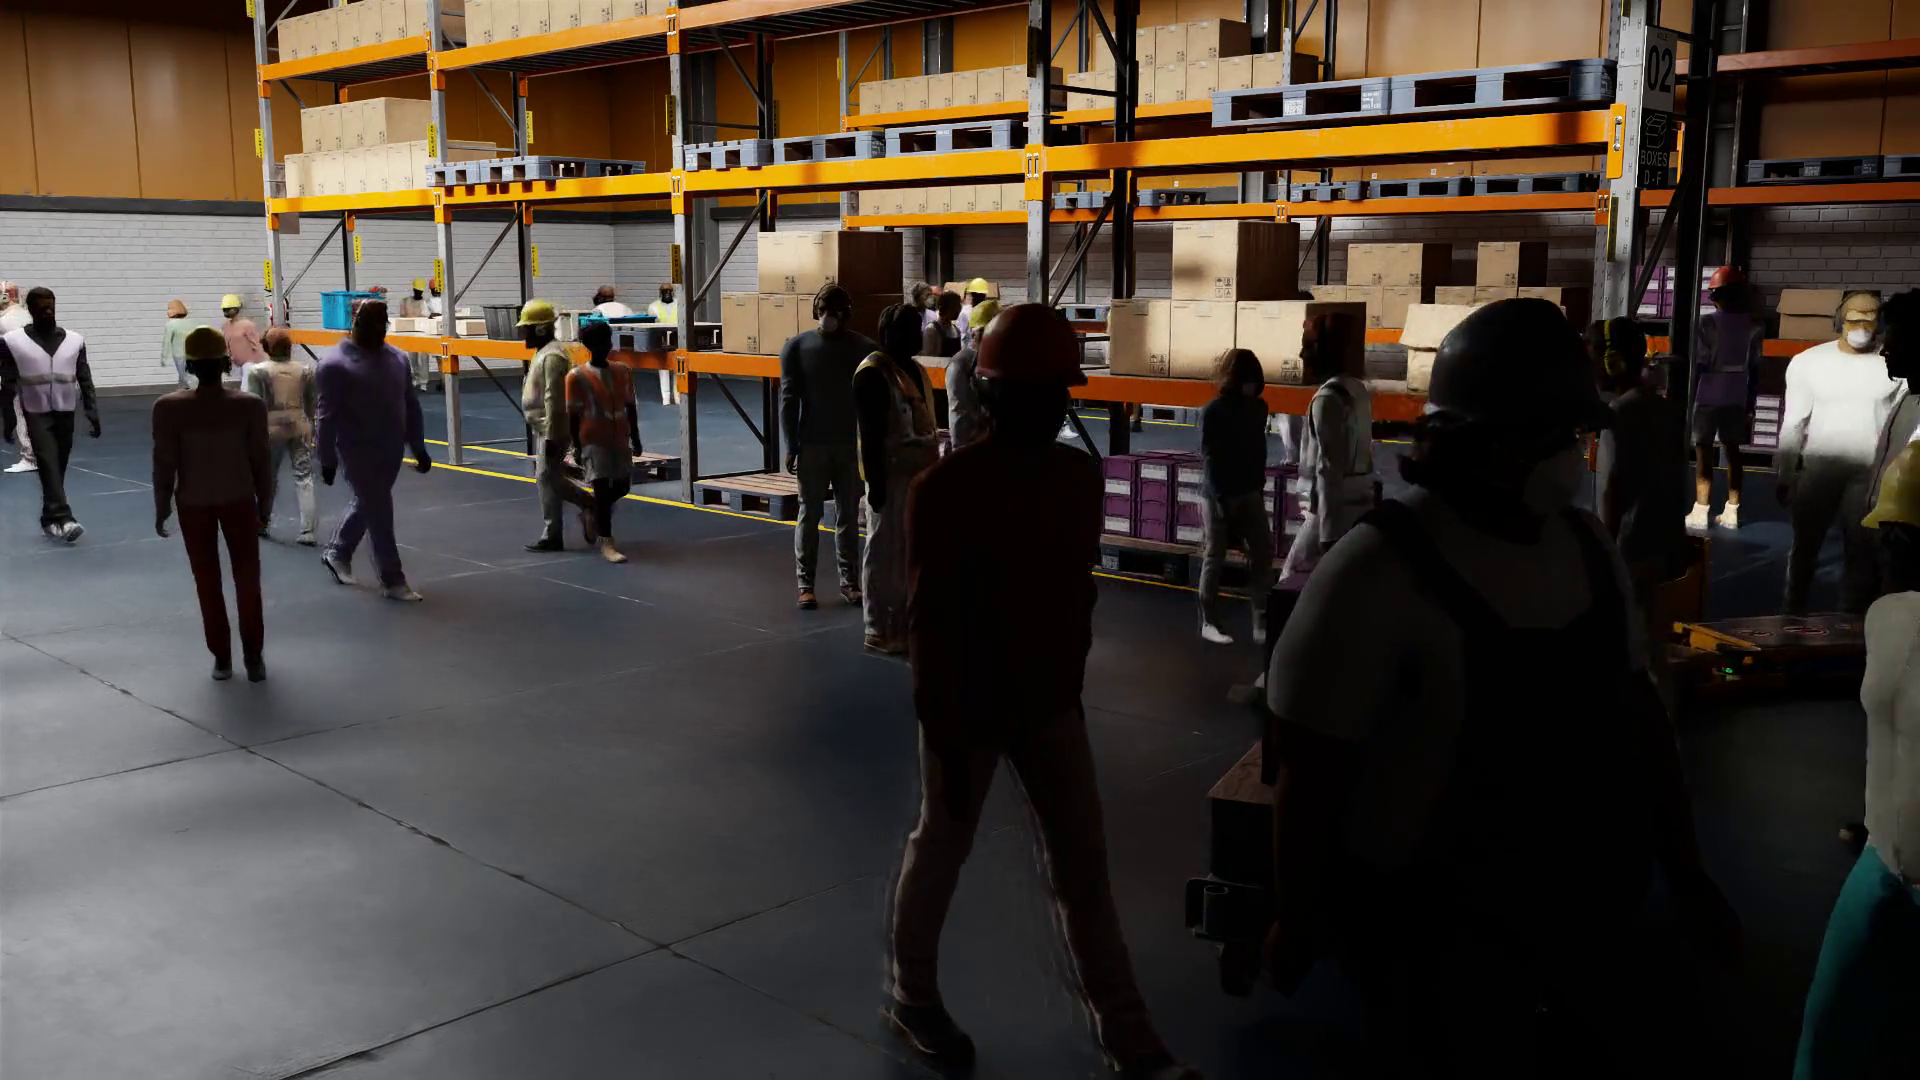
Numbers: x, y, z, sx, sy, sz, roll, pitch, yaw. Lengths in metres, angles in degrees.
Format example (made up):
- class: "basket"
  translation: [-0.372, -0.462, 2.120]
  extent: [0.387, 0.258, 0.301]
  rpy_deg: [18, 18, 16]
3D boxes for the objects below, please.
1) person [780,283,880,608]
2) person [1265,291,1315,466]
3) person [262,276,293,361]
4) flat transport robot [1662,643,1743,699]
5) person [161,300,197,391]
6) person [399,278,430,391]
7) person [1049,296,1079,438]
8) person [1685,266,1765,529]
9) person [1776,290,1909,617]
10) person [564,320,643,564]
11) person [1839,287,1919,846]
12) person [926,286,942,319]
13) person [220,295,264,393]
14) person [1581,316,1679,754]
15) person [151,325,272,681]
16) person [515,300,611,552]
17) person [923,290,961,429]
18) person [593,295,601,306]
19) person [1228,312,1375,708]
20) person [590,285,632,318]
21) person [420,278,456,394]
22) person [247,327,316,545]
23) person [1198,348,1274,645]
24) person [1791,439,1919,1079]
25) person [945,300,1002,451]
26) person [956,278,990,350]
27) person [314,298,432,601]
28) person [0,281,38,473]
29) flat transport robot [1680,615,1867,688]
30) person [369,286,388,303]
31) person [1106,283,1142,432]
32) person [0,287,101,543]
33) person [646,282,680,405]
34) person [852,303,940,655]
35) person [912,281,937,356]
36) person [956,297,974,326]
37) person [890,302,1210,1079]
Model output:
- class: "person"
  translation: [-0.762, -0.560, 9.968]
  extent: [0.628, 1.937, 0.378]
  rpy_deg: [-3, 10, -16]
- class: "person"
  translation: [2.592, -0.990, 12.855]
  extent: [0.555, 1.853, 0.493]
  rpy_deg: [-6, 11, -32]
- class: "person"
  translation: [-11.258, -3.457, 27.402]
  extent: [0.373, 2.043, 0.615]
  rpy_deg: [3, 10, 17]
- class: "flat transport robot"
  translation: [2.905, 0.626, 7.785]
  extent: [1.431, 0.197, 0.652]
  rpy_deg: [-5, 10, -27]
- class: "person"
  translation: [-10.851, -2.544, 23.204]
  extent: [0.880, 1.585, 0.520]
  rpy_deg: [4, 10, 23]
- class: "person"
  translation: [-8.985, -3.422, 27.694]
  extent: [0.638, 1.888, 0.784]
  rpy_deg: [0, 9, -1]
- class: "person"
  translation: [1.082, -2.096, 20.107]
  extent: [0.890, 1.702, 0.501]
  rpy_deg: [7, 12, 37]
- class: "person"
  translation: [5.897, -1.099, 12.942]
  extent: [0.614, 2.042, 0.373]
  rpy_deg: [-1, 9, -7]
- class: "person"
  translation: [4.644, -0.344, 8.723]
  extent: [0.648, 1.925, 0.605]
  rpy_deg: [4, 10, 26]
- class: "person"
  translation: [-2.525, -0.699, 11.612]
  extent: [0.538, 1.675, 0.691]
  rpy_deg: [-9, 13, -44]
- class: "person"
  translation: [3.423, 0.100, 5.835]
  extent: [0.532, 1.966, 0.772]
  rpy_deg: [2, 9, 11]
- class: "person"
  translation: [-0.205, -2.063, 19.518]
  extent: [1.012, 1.838, 0.556]
  rpy_deg: [2, 9, 10]
- class: "person"
  translation: [-8.875, -2.182, 20.626]
  extent: [0.526, 1.707, 0.907]
  rpy_deg: [5, 10, 28]
- class: "person"
  translation: [2.602, 0.058, 6.461]
  extent: [0.488, 1.838, 0.666]
  rpy_deg: [8, 13, 42]
- class: "person"
  translation: [-3.625, -0.159, 8.090]
  extent: [0.532, 1.751, 0.534]
  rpy_deg: [-3, 10, -20]
- class: "person"
  translation: [-2.860, -0.817, 11.933]
  extent: [0.583, 1.807, 0.621]
  rpy_deg: [-3, 10, -20]
- class: "person"
  translation: [-0.177, -1.362, 15.202]
  extent: [0.516, 1.832, 0.537]
  rpy_deg: [6, 11, 34]
- class: "person"
  translation: [-5.406, -2.880, 25.077]
  extent: [0.539, 1.657, 0.896]
  rpy_deg: [-2, 10, -15]
- class: "person"
  translation: [1.744, -0.105, 7.479]
  extent: [0.967, 1.846, 0.574]
  rpy_deg: [5, 10, 28]
- class: "person"
  translation: [-4.680, -2.526, 22.391]
  extent: [0.630, 1.818, 0.768]
  rpy_deg: [-6, 11, -34]
- class: "person"
  translation: [-8.443, -3.300, 26.985]
  extent: [0.560, 1.888, 1.011]
  rpy_deg: [-6, 11, -34]
- class: "person"
  translation: [-5.023, -0.772, 12.298]
  extent: [0.532, 1.587, 0.873]
  rpy_deg: [-9, 13, -44]
- class: "person"
  translation: [1.489, -0.206, 8.789]
  extent: [0.513, 1.605, 0.658]
  rpy_deg: [-5, 11, -30]
- class: "person"
  translation: [1.938, 0.653, 3.235]
  extent: [0.949, 1.716, 0.531]
  rpy_deg: [-2, 9, -11]
- class: "person"
  translation: [0.170, -0.619, 10.687]
  extent: [0.403, 1.827, 0.595]
  rpy_deg: [9, 13, 44]
- class: "person"
  translation: [0.277, -2.271, 20.560]
  extent: [0.621, 1.893, 0.878]
  rpy_deg: [-5, 11, -28]
- class: "person"
  translation: [-3.713, -0.578, 10.370]
  extent: [1.019, 1.862, 0.626]
  rpy_deg: [5, 11, 30]
- class: "person"
  translation: [-9.428, -1.625, 16.593]
  extent: [0.403, 1.904, 0.652]
  rpy_deg: [-3, 10, -18]
- class: "flat transport robot"
  translation: [4.279, 0.538, 8.327]
  extent: [1.431, 0.197, 0.652]
  rpy_deg: [-2, 9, -13]
- class: "person"
  translation: [-7.425, -2.279, 20.881]
  extent: [0.595, 1.817, 0.585]
  rpy_deg: [0, 9, 2]
- class: "person"
  translation: [2.098, -2.240, 20.434]
  extent: [0.624, 1.895, 0.518]
  rpy_deg: [-3, 10, -16]
- class: "person"
  translation: [-6.669, -0.915, 12.302]
  extent: [0.938, 1.876, 0.619]
  rpy_deg: [7, 12, 37]
- class: "person"
  translation: [-4.300, -2.887, 24.577]
  extent: [0.650, 1.821, 0.573]
  rpy_deg: [-2, 10, -14]
- class: "person"
  translation: [-0.321, -0.329, 8.836]
  extent: [0.429, 1.842, 0.629]
  rpy_deg: [4, 10, 23]
- class: "person"
  translation: [-0.367, -1.798, 17.688]
  extent: [1.009, 1.884, 0.649]
  rpy_deg: [5, 10, 28]
- class: "person"
  translation: [0.157, -2.577, 23.284]
  extent: [0.497, 1.629, 0.276]
  rpy_deg: [-4, 10, -25]
- class: "person"
  translation: [0.158, 0.414, 3.979]
  extent: [0.669, 1.934, 1.037]
  rpy_deg: [-7, 11, -35]
